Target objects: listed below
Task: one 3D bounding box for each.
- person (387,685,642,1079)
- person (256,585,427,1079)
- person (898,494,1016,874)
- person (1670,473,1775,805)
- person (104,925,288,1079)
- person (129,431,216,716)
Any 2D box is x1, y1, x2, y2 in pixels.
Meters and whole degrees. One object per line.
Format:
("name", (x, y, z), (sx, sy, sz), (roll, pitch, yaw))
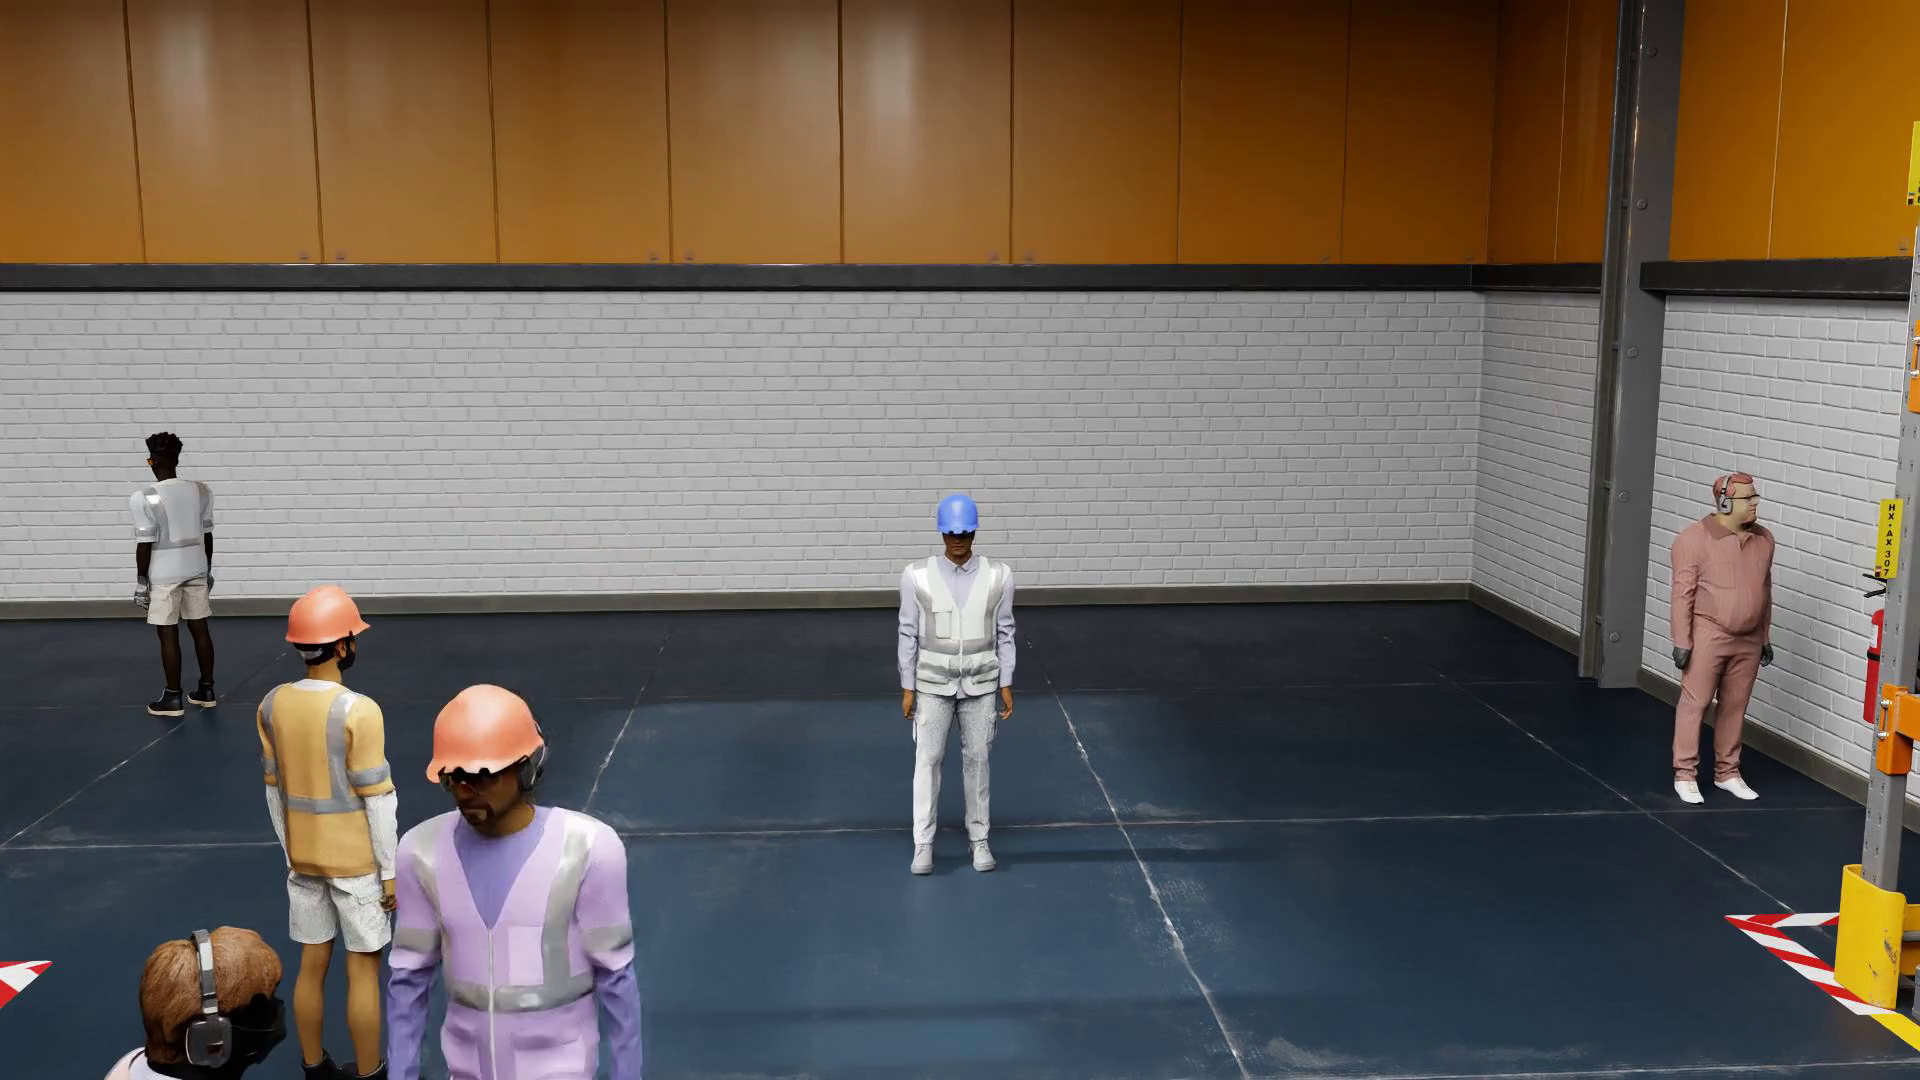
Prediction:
("person", (-1.154, 1.356, 4.242), (0.648, 2.021, 0.555), (2, 9, 11))
("person", (-2.229, 1.122, 5.984), (0.545, 1.942, 0.349), (4, 10, 23))
("person", (-0.011, 0.726, 8.444), (0.605, 1.948, 0.406), (-1, 9, -7))
("person", (4.403, 0.565, 9.573), (0.651, 1.911, 0.409), (-2, 9, -13))
("person", (-1.381, 1.621, 3.162), (0.429, 1.842, 0.633), (-8, 12, -40))
("person", (-5.433, 0.230, 11.503), (0.367, 1.966, 0.605), (5, 10, 28))
